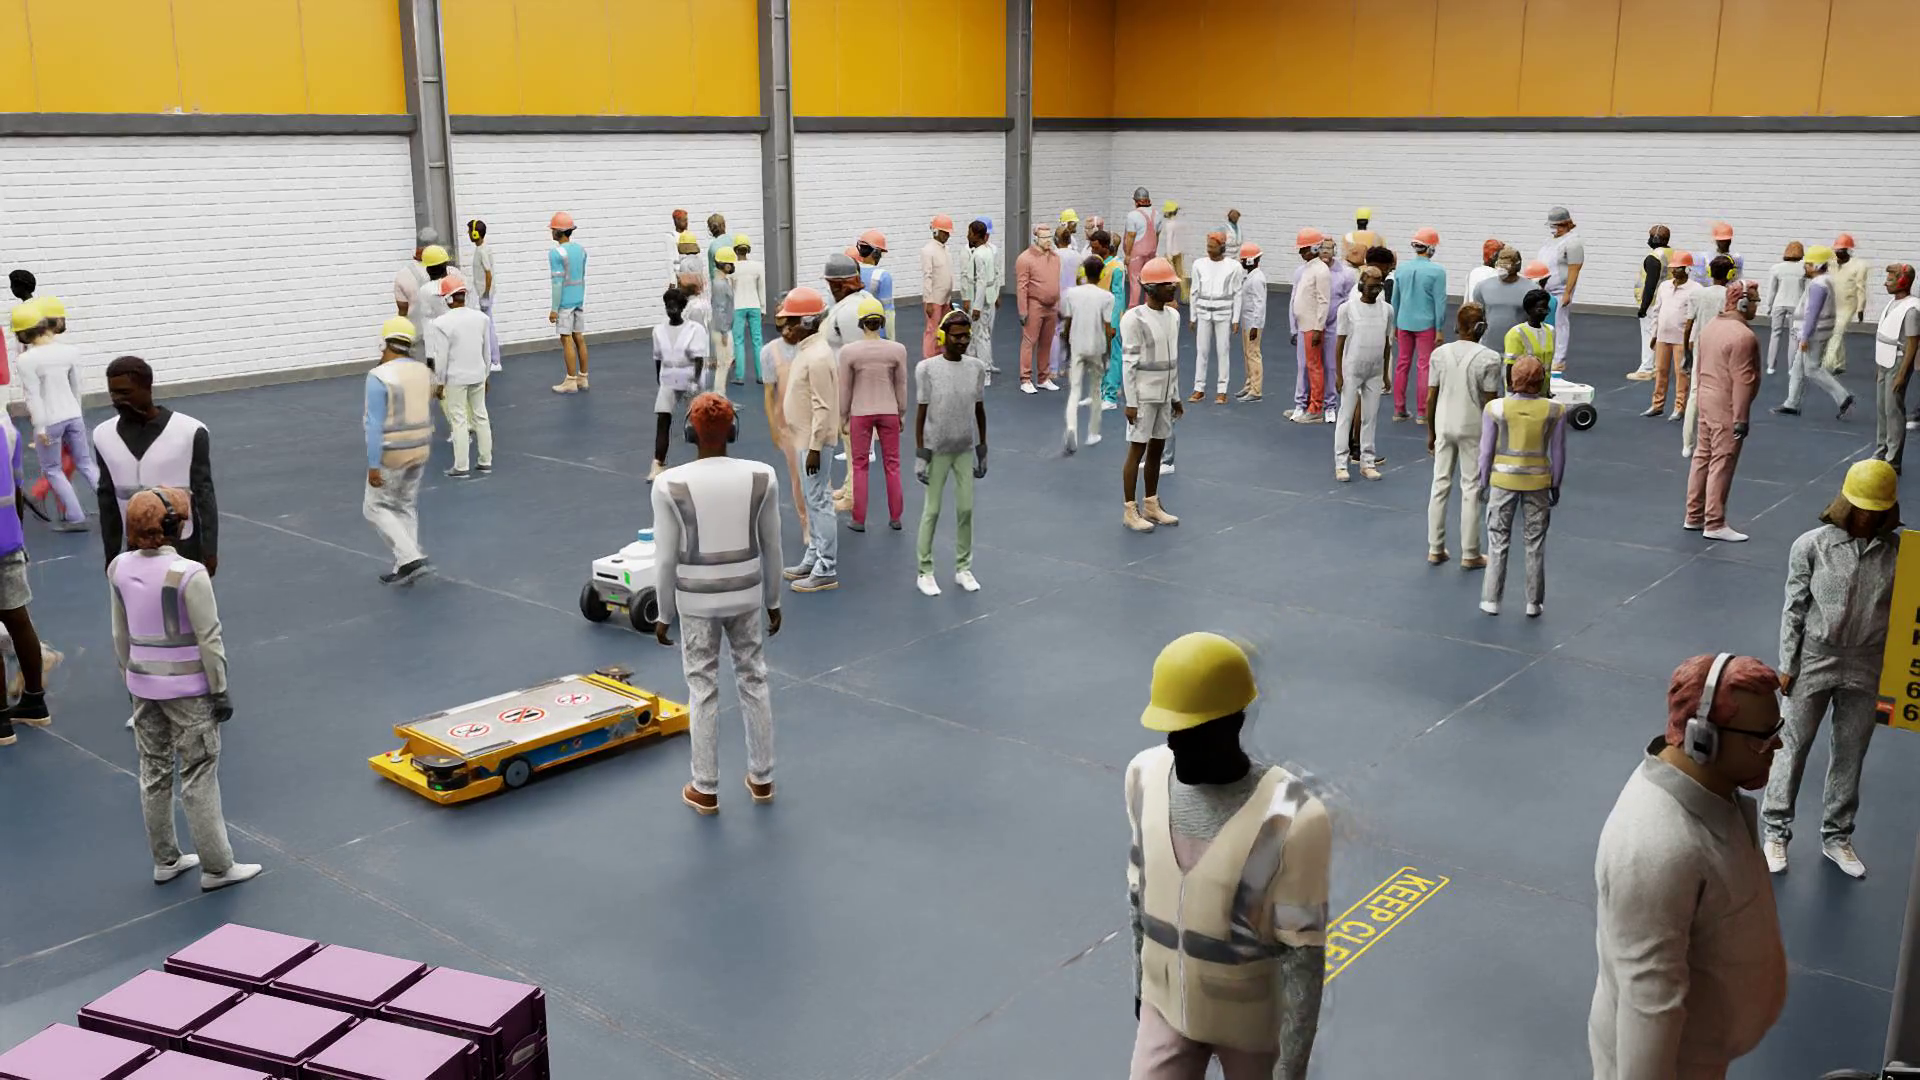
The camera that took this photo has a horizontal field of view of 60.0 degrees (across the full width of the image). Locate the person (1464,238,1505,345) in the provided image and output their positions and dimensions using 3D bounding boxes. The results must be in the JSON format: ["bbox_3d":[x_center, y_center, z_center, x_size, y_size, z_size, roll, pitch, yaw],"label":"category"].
[{"bbox_3d":[5.346,-2.118,16.950,0.362,1.887,0.575,-4,15,-17],"label":"person"}]

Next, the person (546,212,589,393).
[{"bbox_3d":[-4.485,-2.703,18.963,0.364,2.048,0.608,5,15,19],"label":"person"}]

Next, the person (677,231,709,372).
[{"bbox_3d":[-3.295,-2.898,20.359,0.323,1.742,0.492,4,15,15],"label":"person"}]

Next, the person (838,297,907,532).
[{"bbox_3d":[-0.656,-0.939,12.509,0.522,1.758,0.350,-3,14,-13],"label":"person"}]

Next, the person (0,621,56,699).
[{"bbox_3d":[-5.139,-0.002,8.627,0.482,1.821,0.660,-9,17,-32],"label":"person"}]

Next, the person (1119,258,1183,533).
[{"bbox_3d":[1.459,-1.091,12.518,0.605,2.048,0.364,-13,19,-43],"label":"person"}]

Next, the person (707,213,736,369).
[{"bbox_3d":[-2.975,-3.106,20.801,0.355,1.932,0.637,2,14,9],"label":"person"}]

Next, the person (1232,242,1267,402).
[{"bbox_3d":[3.190,-2.402,18.365,0.344,1.743,0.573,0,14,0],"label":"person"}]

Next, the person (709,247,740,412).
[{"bbox_3d":[-2.489,-2.228,17.666,0.341,1.755,0.532,-1,14,-4],"label":"person"}]

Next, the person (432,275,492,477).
[{"bbox_3d":[-4.323,-1.421,14.442,0.330,1.748,0.560,11,18,37],"label":"person"}]

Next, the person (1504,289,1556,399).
[{"bbox_3d":[4.722,-1.238,13.816,0.540,1.695,0.317,-8,16,-28],"label":"person"}]

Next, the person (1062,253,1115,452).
[{"bbox_3d":[1.178,-1.758,15.614,0.526,1.848,0.838,4,15,15],"label":"person"}]

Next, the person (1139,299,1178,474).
[{"bbox_3d":[1.753,-1.391,14.559,0.279,1.633,0.497,-2,14,-9],"label":"person"}]

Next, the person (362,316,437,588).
[{"bbox_3d":[-3.672,-0.556,10.910,0.429,1.796,0.622,5,15,20],"label":"person"}]

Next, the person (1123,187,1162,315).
[{"bbox_3d":[2.860,-4.622,26.642,0.688,2.000,0.539,-11,18,-36],"label":"person"}]

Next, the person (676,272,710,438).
[{"bbox_3d":[-2.613,-1.790,16.152,0.367,1.621,0.548,-5,15,-18],"label":"person"}]

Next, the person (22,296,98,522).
[{"bbox_3d":[-6.938,-0.971,12.658,0.528,1.750,0.511,11,18,36],"label":"person"}]

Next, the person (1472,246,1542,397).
[{"bbox_3d":[4.970,-1.711,15.225,0.630,1.934,0.366,6,15,24],"label":"person"}]

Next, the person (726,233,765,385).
[{"bbox_3d":[-2.539,-2.705,19.537,0.526,1.769,0.328,-6,15,-23],"label":"person"}]

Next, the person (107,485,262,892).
[{"bbox_3d":[-3.116,0.596,6.603,0.514,1.642,0.314,6,15,22],"label":"person"}]

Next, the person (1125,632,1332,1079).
[{"bbox_3d":[0.655,1.109,4.095,0.594,1.878,0.975,12,18,39],"label":"person"}]

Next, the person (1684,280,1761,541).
[{"bbox_3d":[5.668,-0.957,12.270,0.400,1.907,0.644,0,14,-1],"label":"person"}]

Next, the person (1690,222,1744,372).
[{"bbox_3d":[9.014,-2.849,19.859,0.547,1.902,0.882,2,14,9],"label":"person"}]

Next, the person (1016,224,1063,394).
[{"bbox_3d":[0.933,-2.633,18.969,0.652,1.906,0.402,-12,18,-40],"label":"person"}]

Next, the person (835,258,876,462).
[{"bbox_3d":[-0.960,-1.613,15.008,0.349,1.856,0.529,-11,18,-38],"label":"person"}]

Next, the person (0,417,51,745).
[{"bbox_3d":[-4.828,0.039,8.169,0.367,1.964,0.609,3,14,11],"label":"person"}]

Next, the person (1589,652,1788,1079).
[{"bbox_3d":[1.634,1.167,3.786,0.403,1.906,0.652,8,16,29],"label":"person"}]

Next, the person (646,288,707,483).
[{"bbox_3d":[-2.411,-1.363,14.402,0.533,1.653,0.889,3,14,12],"label":"person"}]

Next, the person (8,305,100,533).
[{"bbox_3d":[-6.688,-0.885,12.351,0.545,1.726,0.527,5,15,19],"label":"person"}]

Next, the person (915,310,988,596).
[{"bbox_3d":[-0.056,-0.566,10.814,0.523,1.860,0.317,-6,15,-21],"label":"person"}]

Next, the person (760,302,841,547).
[{"bbox_3d":[-1.130,-0.787,11.806,0.555,1.800,0.736,-1,14,-3],"label":"person"}]

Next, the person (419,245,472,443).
[{"bbox_3d":[-4.841,-1.828,15.725,0.412,1.907,0.597,11,18,38],"label":"person"}]

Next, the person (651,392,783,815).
[{"bbox_3d":[-1.061,0.284,7.355,0.584,1.882,0.337,-6,15,-23],"label":"person"}]

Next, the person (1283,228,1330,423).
[{"bbox_3d":[3.573,-2.197,17.062,0.403,1.985,0.622,-1,14,-6],"label":"person"}]

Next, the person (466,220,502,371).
[{"bbox_3d":[-5.900,-3.015,20.584,0.311,1.863,0.533,-5,15,-19],"label":"person"}]

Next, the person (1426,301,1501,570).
[{"bbox_3d":[3.444,-0.710,11.425,0.507,1.838,0.351,12,18,40],"label":"person"}]
